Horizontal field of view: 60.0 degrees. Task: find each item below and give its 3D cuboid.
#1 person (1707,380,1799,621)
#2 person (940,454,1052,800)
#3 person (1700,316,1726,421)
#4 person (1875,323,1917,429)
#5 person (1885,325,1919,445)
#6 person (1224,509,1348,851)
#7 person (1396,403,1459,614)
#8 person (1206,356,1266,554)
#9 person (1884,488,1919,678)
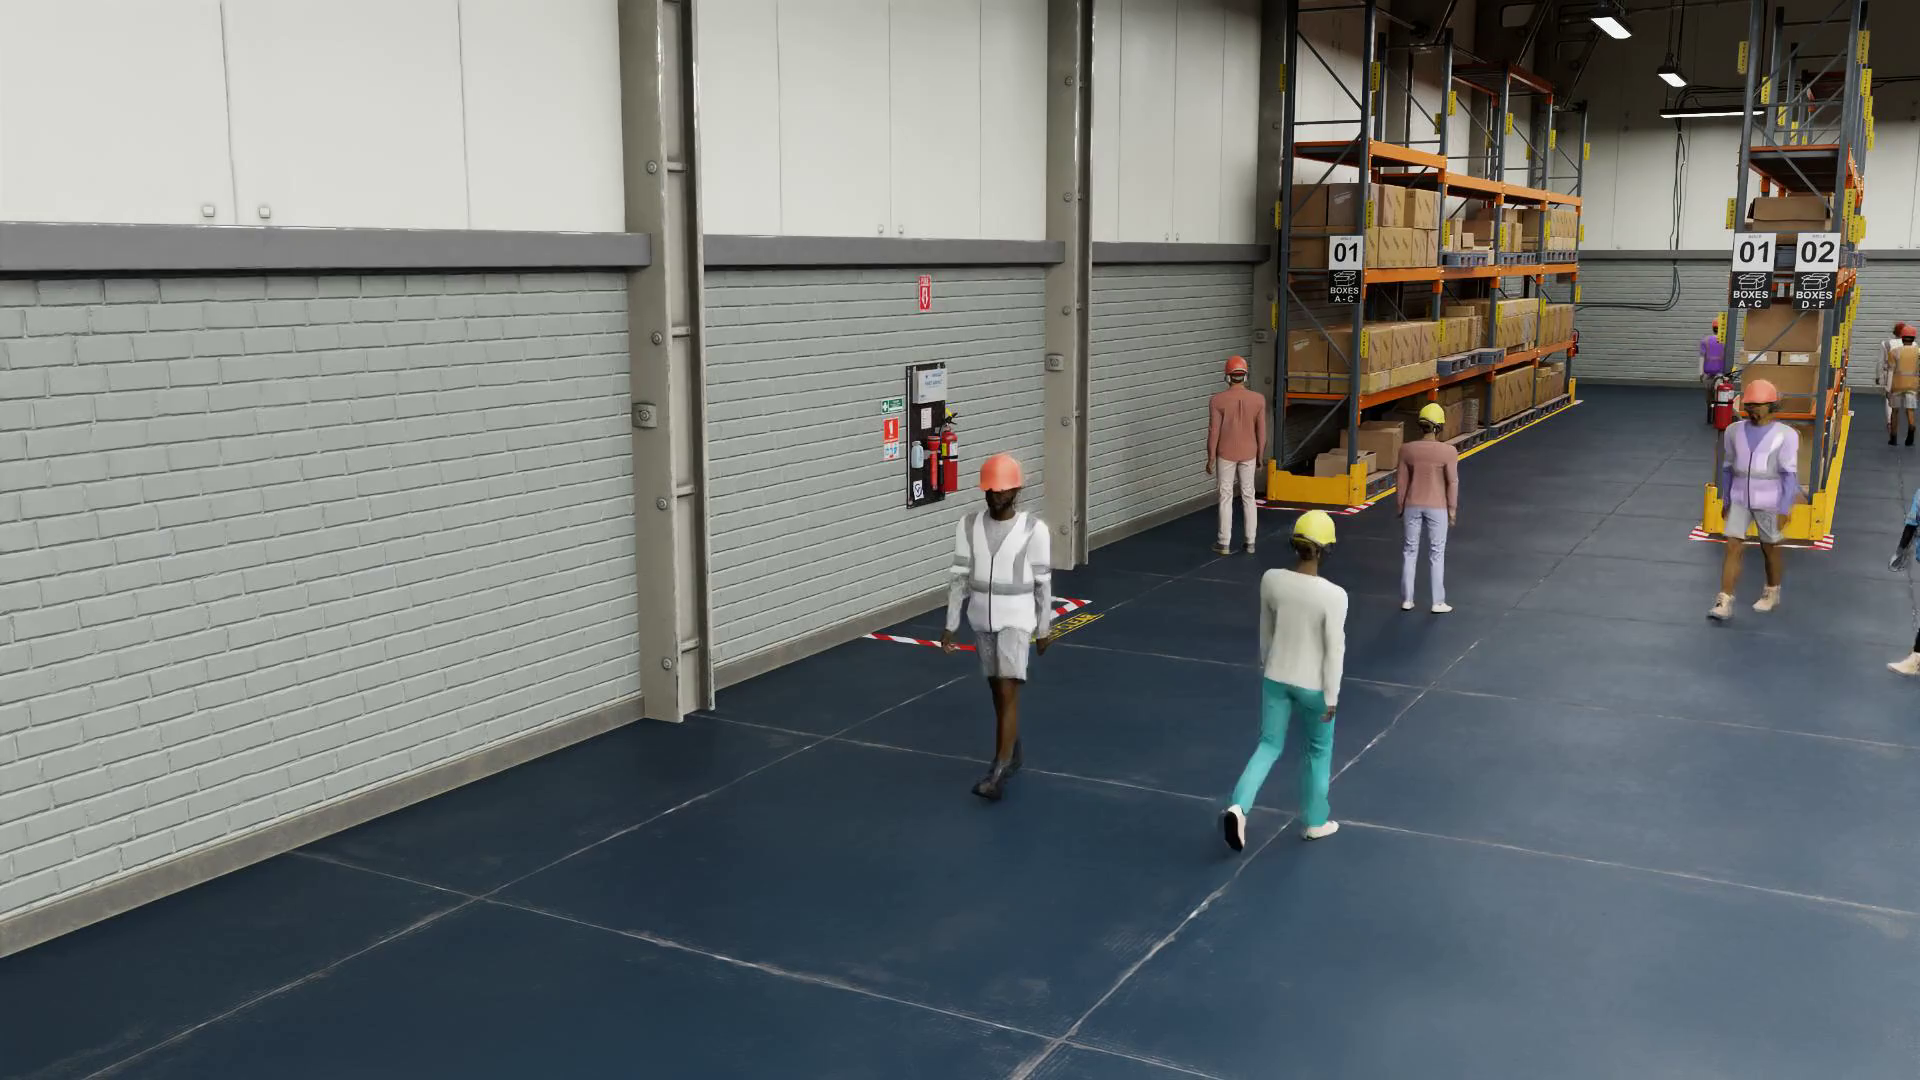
[{"bbox_3d":[6.571,-0.329,13.731,1.042,1.989,0.628,-9,13,-41],"label":"person"},{"bbox_3d":[0.178,0.478,9.265,0.555,1.894,0.948,5,11,26],"label":"person"},{"bbox_3d":[13.615,-3.071,30.000,0.553,1.915,0.782,7,12,37],"label":"person"},{"bbox_3d":[16.332,-2.865,29.040,0.596,1.828,0.974,5,11,25],"label":"person"},{"bbox_3d":[14.848,-2.407,26.121,0.550,1.918,0.748,3,10,18],"label":"person"},{"bbox_3d":[1.667,0.712,8.345,0.531,1.740,0.761,9,13,42],"label":"person"},{"bbox_3d":[3.924,-0.264,13.985,0.524,1.769,0.325,7,12,35],"label":"person"},{"bbox_3d":[2.775,-0.855,16.784,0.623,1.989,0.400,-2,10,-11],"label":"person"},{"bbox_3d":[7.011,0.152,11.906,0.893,1.644,0.542,-3,10,-16],"label":"person"}]
